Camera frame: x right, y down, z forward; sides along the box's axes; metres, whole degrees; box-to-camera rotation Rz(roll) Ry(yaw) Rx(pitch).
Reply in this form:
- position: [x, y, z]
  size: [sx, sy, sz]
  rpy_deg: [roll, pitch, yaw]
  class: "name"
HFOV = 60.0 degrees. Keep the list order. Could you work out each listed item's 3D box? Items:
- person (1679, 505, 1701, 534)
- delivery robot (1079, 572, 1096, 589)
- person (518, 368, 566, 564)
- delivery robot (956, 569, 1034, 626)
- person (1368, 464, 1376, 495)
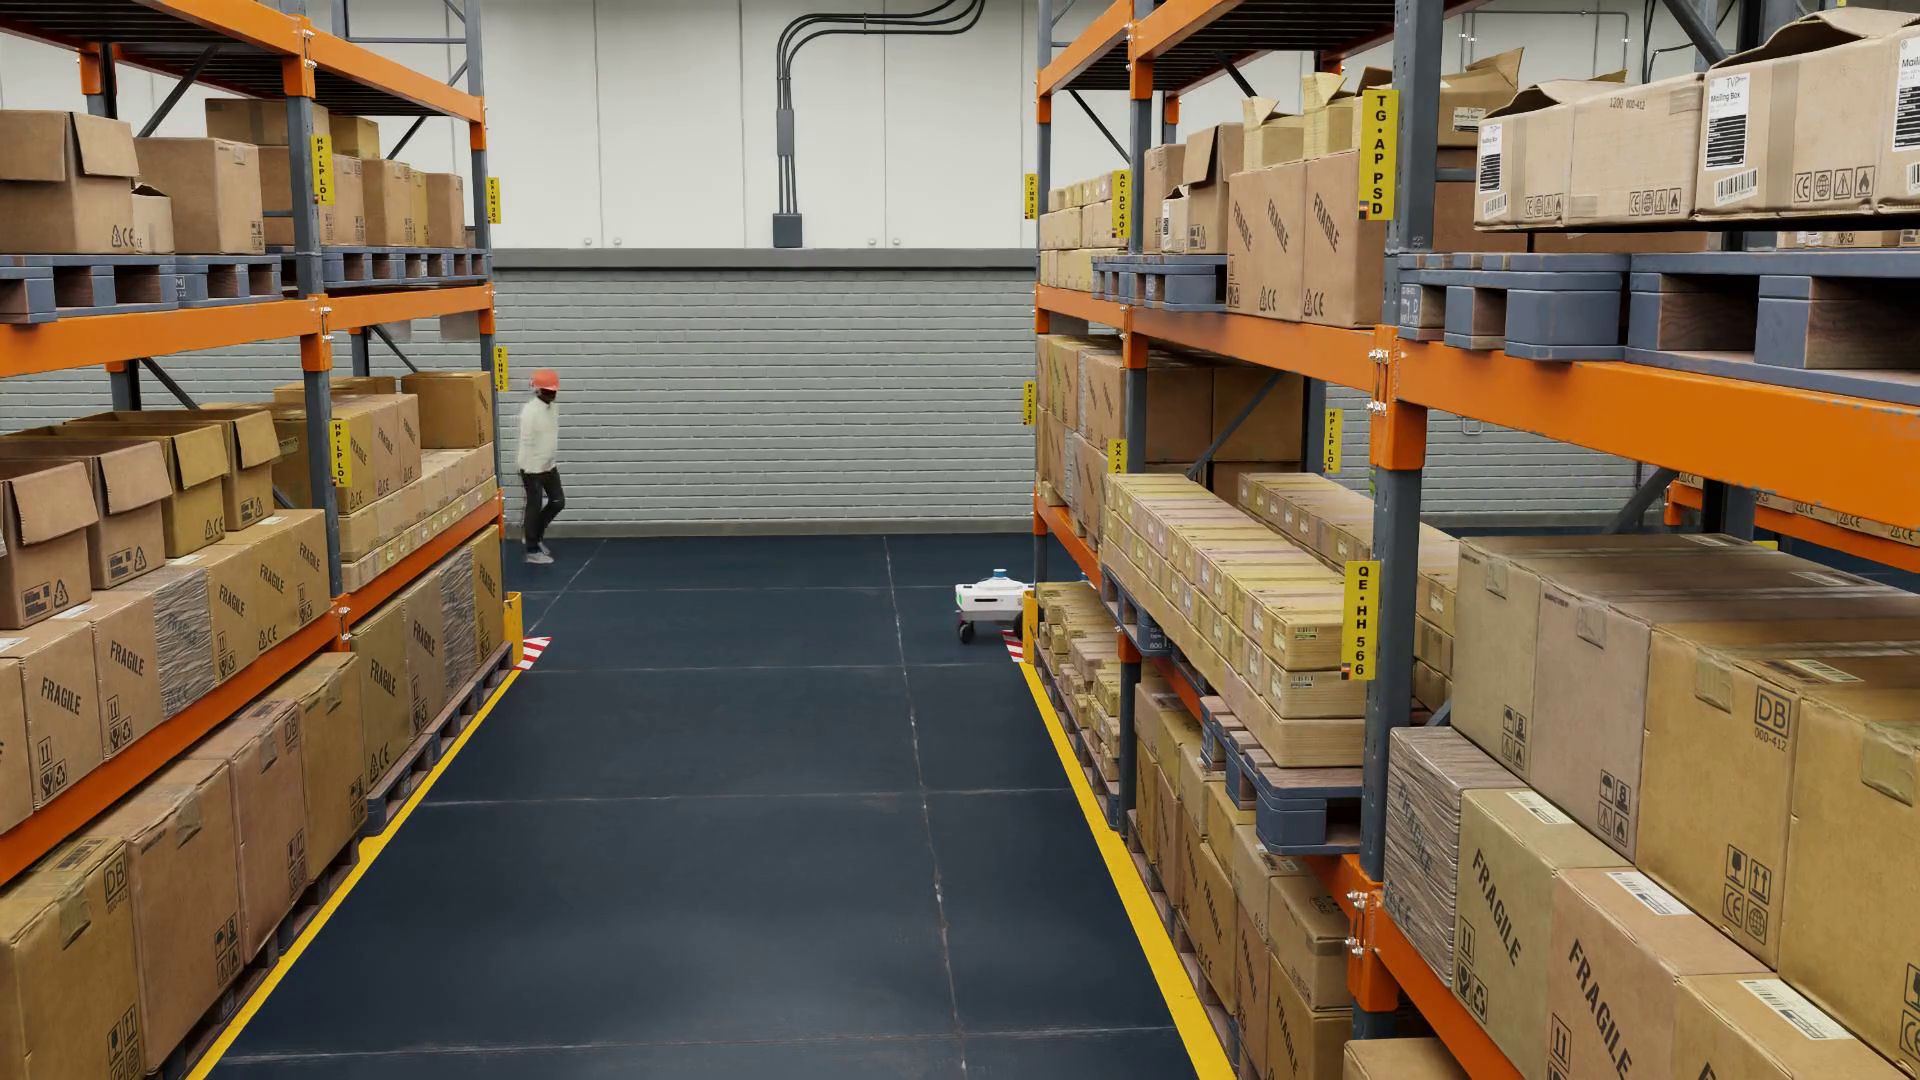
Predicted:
- position: [6.721, -0.489, 15.202]
  size: [0.704, 1.901, 0.624]
  rpy_deg: [2, 10, 13]
  class: "person"
- position: [1.012, 0.496, 13.116]
  size: [0.707, 0.478, 0.477]
  rpy_deg: [-5, 11, -29]
  class: "delivery robot"
- position: [-4.119, -0.721, 16.435]
  size: [0.564, 1.958, 0.613]
  rpy_deg: [4, 10, 22]
  class: "person"
- position: [0.317, 0.474, 13.246]
  size: [0.707, 0.478, 0.477]
  rpy_deg: [0, 10, -2]
  class: "delivery robot"
- position: [3.918, -0.426, 15.039]
  size: [0.430, 1.845, 0.624]
  rpy_deg: [4, 10, 22]
  class: "person"
